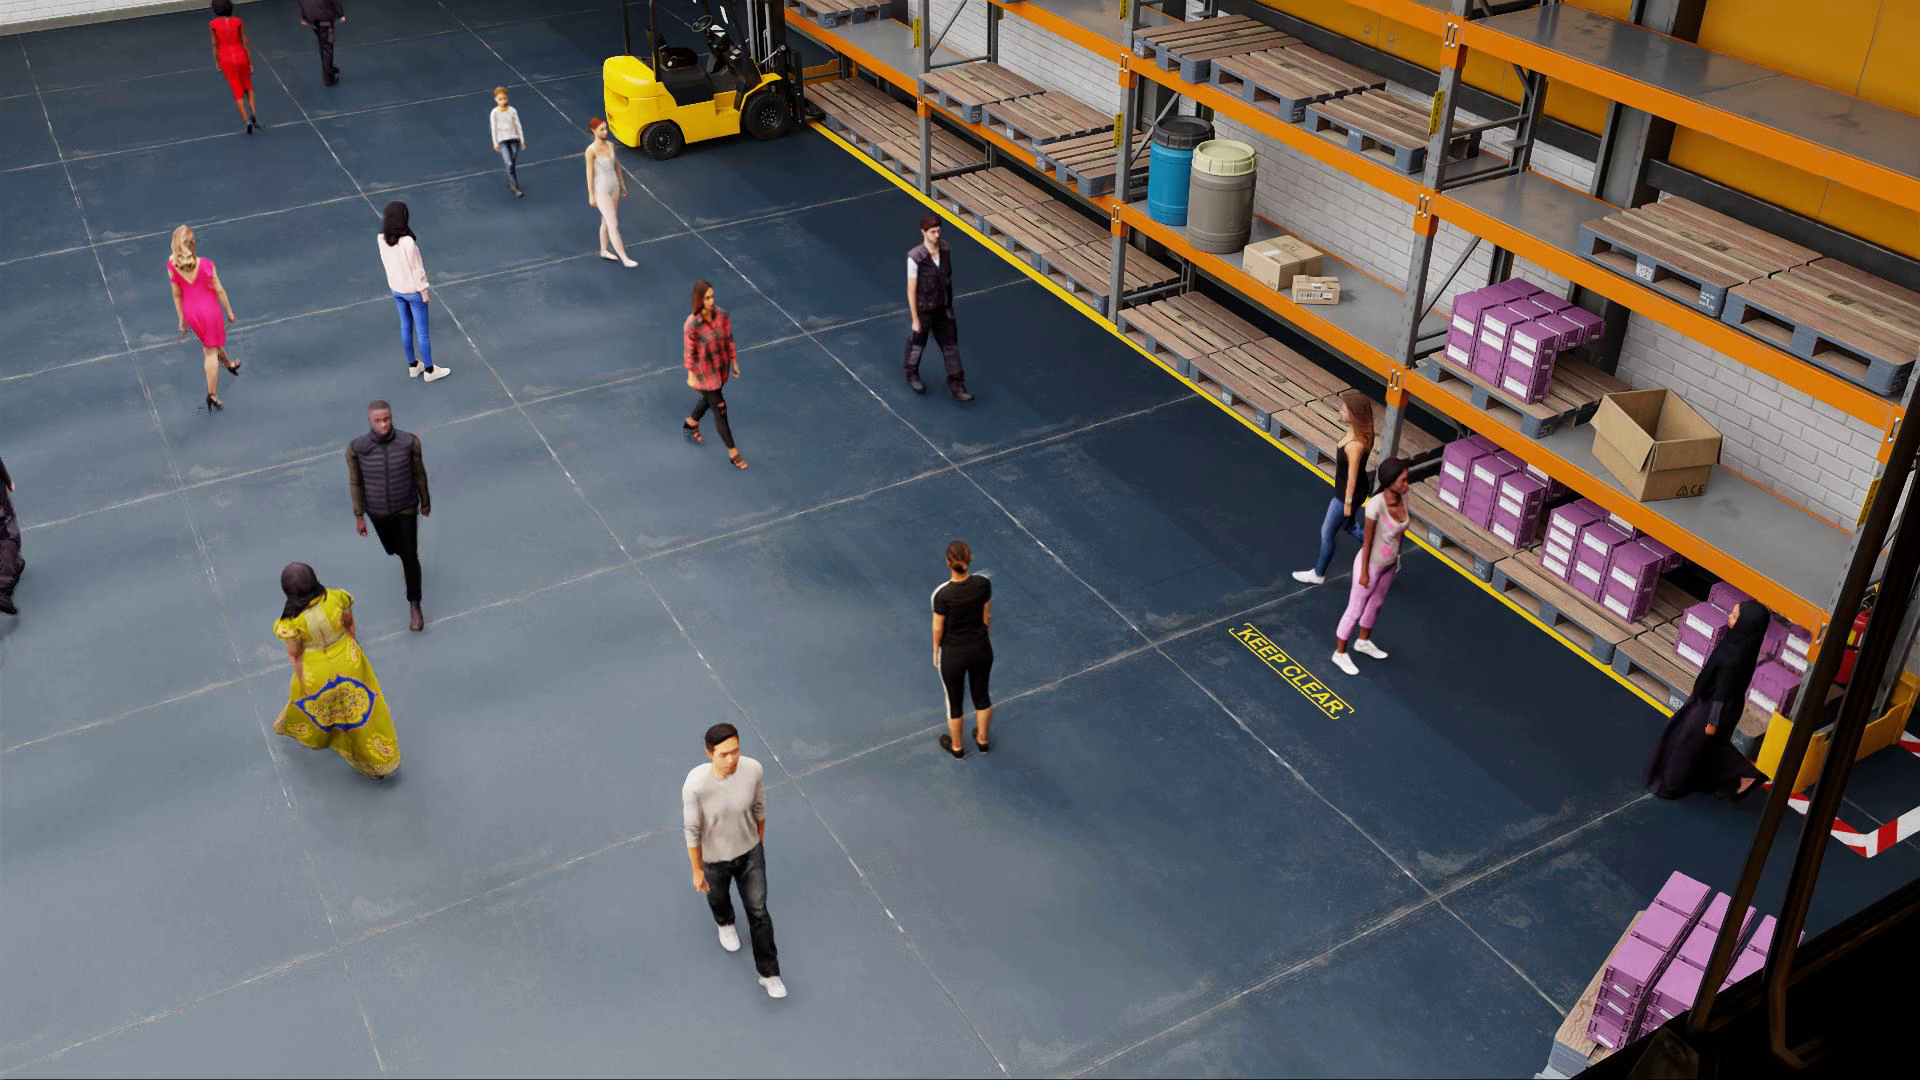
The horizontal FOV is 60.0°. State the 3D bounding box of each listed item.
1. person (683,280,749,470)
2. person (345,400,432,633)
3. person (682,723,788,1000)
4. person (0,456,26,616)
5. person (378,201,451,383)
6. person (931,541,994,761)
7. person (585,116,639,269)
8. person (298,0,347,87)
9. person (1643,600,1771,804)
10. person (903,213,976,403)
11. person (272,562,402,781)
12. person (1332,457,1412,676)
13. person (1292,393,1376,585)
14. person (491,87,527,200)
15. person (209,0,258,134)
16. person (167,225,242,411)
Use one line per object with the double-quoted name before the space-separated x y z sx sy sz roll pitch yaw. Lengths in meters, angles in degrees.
"person" -2.200 -1.468 14.391 1.173 1.665 0.834 27 42 35
"person" -4.244 -0.267 12.462 0.923 1.800 1.256 -7 34 -10
"person" -1.361 1.711 9.510 0.744 1.773 1.091 -12 36 -18
"person" -7.354 -0.305 12.443 1.008 1.884 1.254 -3 34 -4
"person" -5.176 -2.330 15.597 0.650 1.766 0.782 19 38 26
"person" 0.032 0.737 11.076 0.608 1.663 0.577 -12 36 -18
"person" -3.865 -3.750 17.863 0.971 1.623 0.824 18 38 25
"person" -8.807 -7.129 22.767 0.937 1.820 0.996 7 34 11
"person" 4.912 1.070 10.632 1.051 1.599 0.881 18 37 25
"person" -0.331 -2.154 15.294 0.741 1.808 1.125 -22 39 -29
"person" -4.072 0.898 10.875 0.919 1.616 1.253 -24 41 -32
"person" 2.962 0.169 11.862 0.606 1.739 0.569 -23 40 -31
"person" 3.035 -0.349 12.677 1.069 1.699 0.976 10 35 14
"person" -5.335 -4.703 19.596 0.492 1.290 0.870 -17 37 -23
"person" -9.220 -6.022 21.186 0.579 1.727 0.707 -19 38 -26
"person" -6.925 -1.992 15.157 0.936 1.689 1.125 1 34 1
